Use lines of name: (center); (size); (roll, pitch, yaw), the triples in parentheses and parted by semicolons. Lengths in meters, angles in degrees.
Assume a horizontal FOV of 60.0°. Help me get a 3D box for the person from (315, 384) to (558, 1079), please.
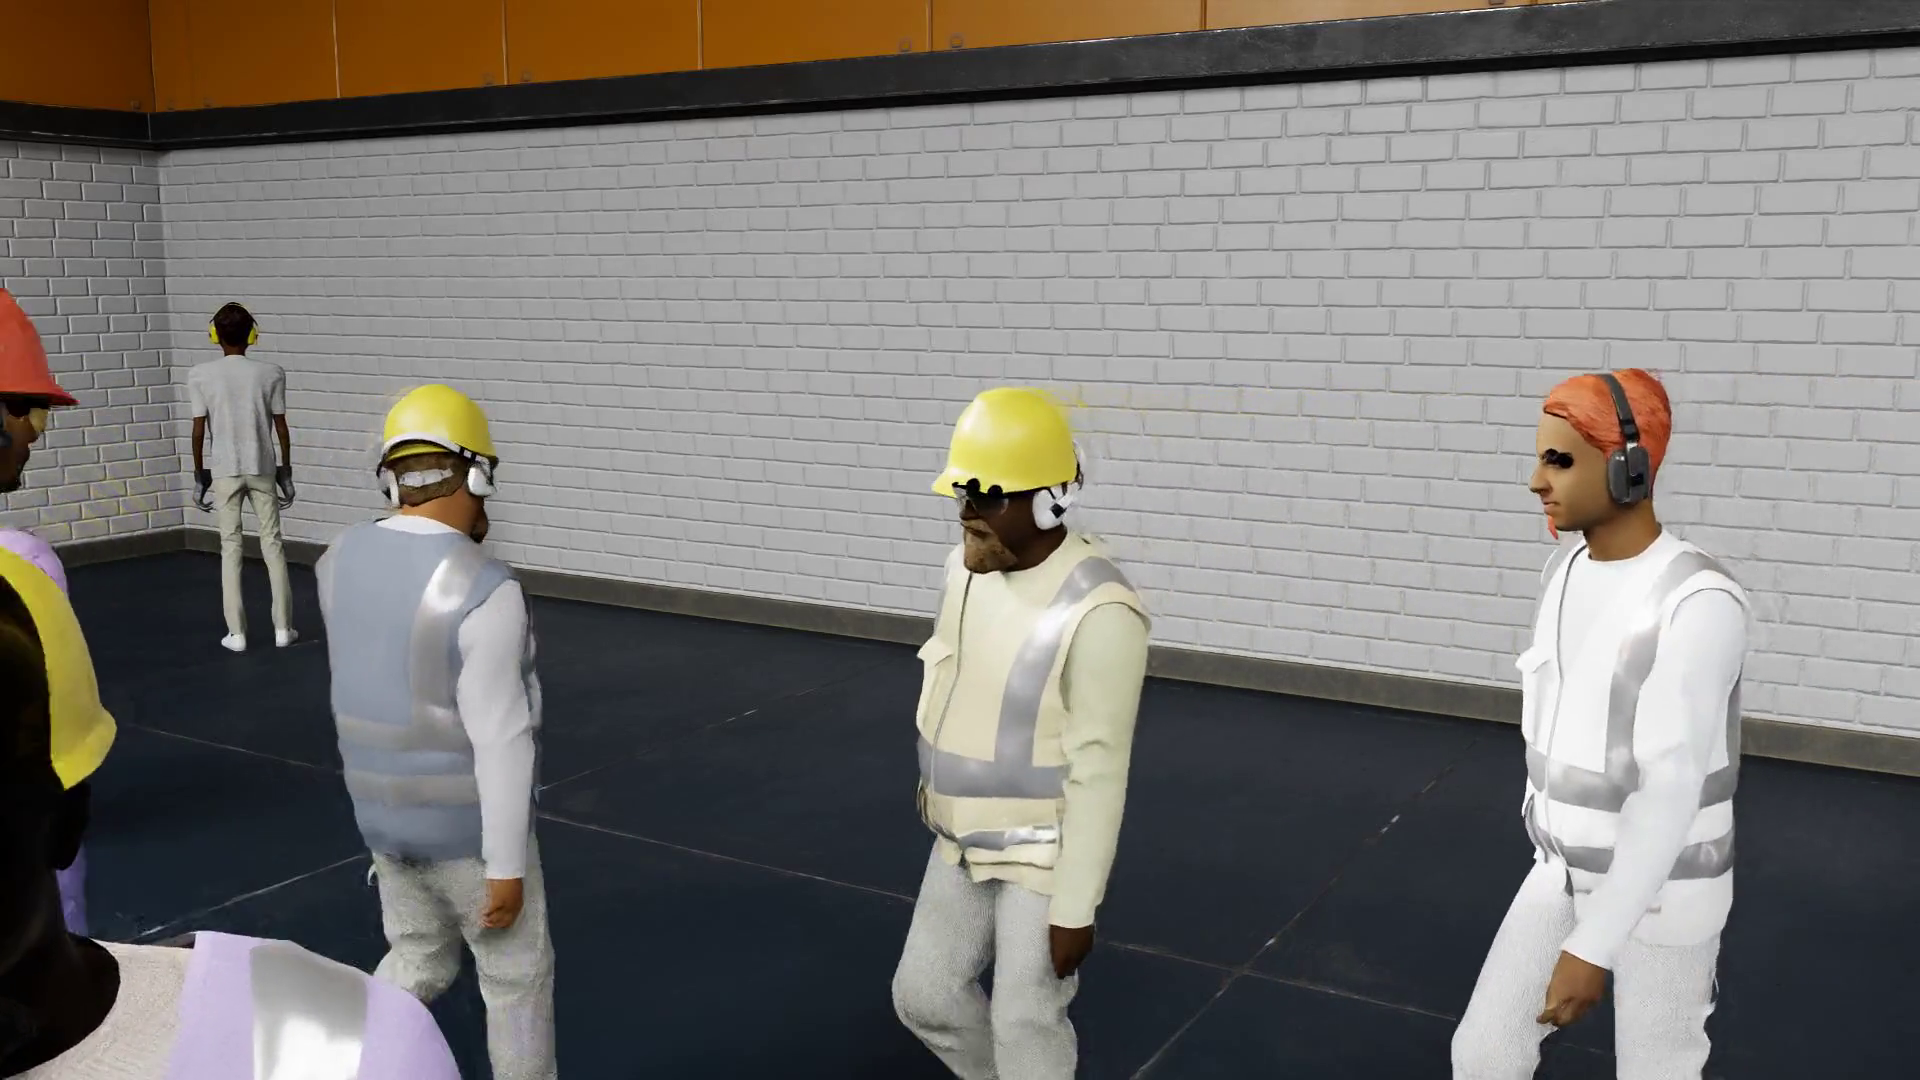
person: (-1.122, 0.579, 3.476); (0.599, 1.800, 0.695); (6, 11, 35)

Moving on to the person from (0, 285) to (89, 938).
person: (-1.590, 0.614, 2.556); (0.635, 2.020, 0.652); (5, 10, 28)

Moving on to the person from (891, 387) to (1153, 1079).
person: (0.109, 0.600, 3.287); (0.427, 1.808, 0.608); (-5, 11, -31)

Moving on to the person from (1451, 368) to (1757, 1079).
person: (1.079, 0.634, 2.943); (0.732, 1.857, 0.571); (-2, 9, -12)

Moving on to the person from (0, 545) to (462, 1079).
person: (-0.619, 0.904, 1.204); (0.603, 1.878, 0.985); (-3, 10, -17)

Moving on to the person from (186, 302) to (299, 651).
person: (-3.860, -0.336, 8.951); (0.513, 1.872, 0.331); (-4, 10, -25)
